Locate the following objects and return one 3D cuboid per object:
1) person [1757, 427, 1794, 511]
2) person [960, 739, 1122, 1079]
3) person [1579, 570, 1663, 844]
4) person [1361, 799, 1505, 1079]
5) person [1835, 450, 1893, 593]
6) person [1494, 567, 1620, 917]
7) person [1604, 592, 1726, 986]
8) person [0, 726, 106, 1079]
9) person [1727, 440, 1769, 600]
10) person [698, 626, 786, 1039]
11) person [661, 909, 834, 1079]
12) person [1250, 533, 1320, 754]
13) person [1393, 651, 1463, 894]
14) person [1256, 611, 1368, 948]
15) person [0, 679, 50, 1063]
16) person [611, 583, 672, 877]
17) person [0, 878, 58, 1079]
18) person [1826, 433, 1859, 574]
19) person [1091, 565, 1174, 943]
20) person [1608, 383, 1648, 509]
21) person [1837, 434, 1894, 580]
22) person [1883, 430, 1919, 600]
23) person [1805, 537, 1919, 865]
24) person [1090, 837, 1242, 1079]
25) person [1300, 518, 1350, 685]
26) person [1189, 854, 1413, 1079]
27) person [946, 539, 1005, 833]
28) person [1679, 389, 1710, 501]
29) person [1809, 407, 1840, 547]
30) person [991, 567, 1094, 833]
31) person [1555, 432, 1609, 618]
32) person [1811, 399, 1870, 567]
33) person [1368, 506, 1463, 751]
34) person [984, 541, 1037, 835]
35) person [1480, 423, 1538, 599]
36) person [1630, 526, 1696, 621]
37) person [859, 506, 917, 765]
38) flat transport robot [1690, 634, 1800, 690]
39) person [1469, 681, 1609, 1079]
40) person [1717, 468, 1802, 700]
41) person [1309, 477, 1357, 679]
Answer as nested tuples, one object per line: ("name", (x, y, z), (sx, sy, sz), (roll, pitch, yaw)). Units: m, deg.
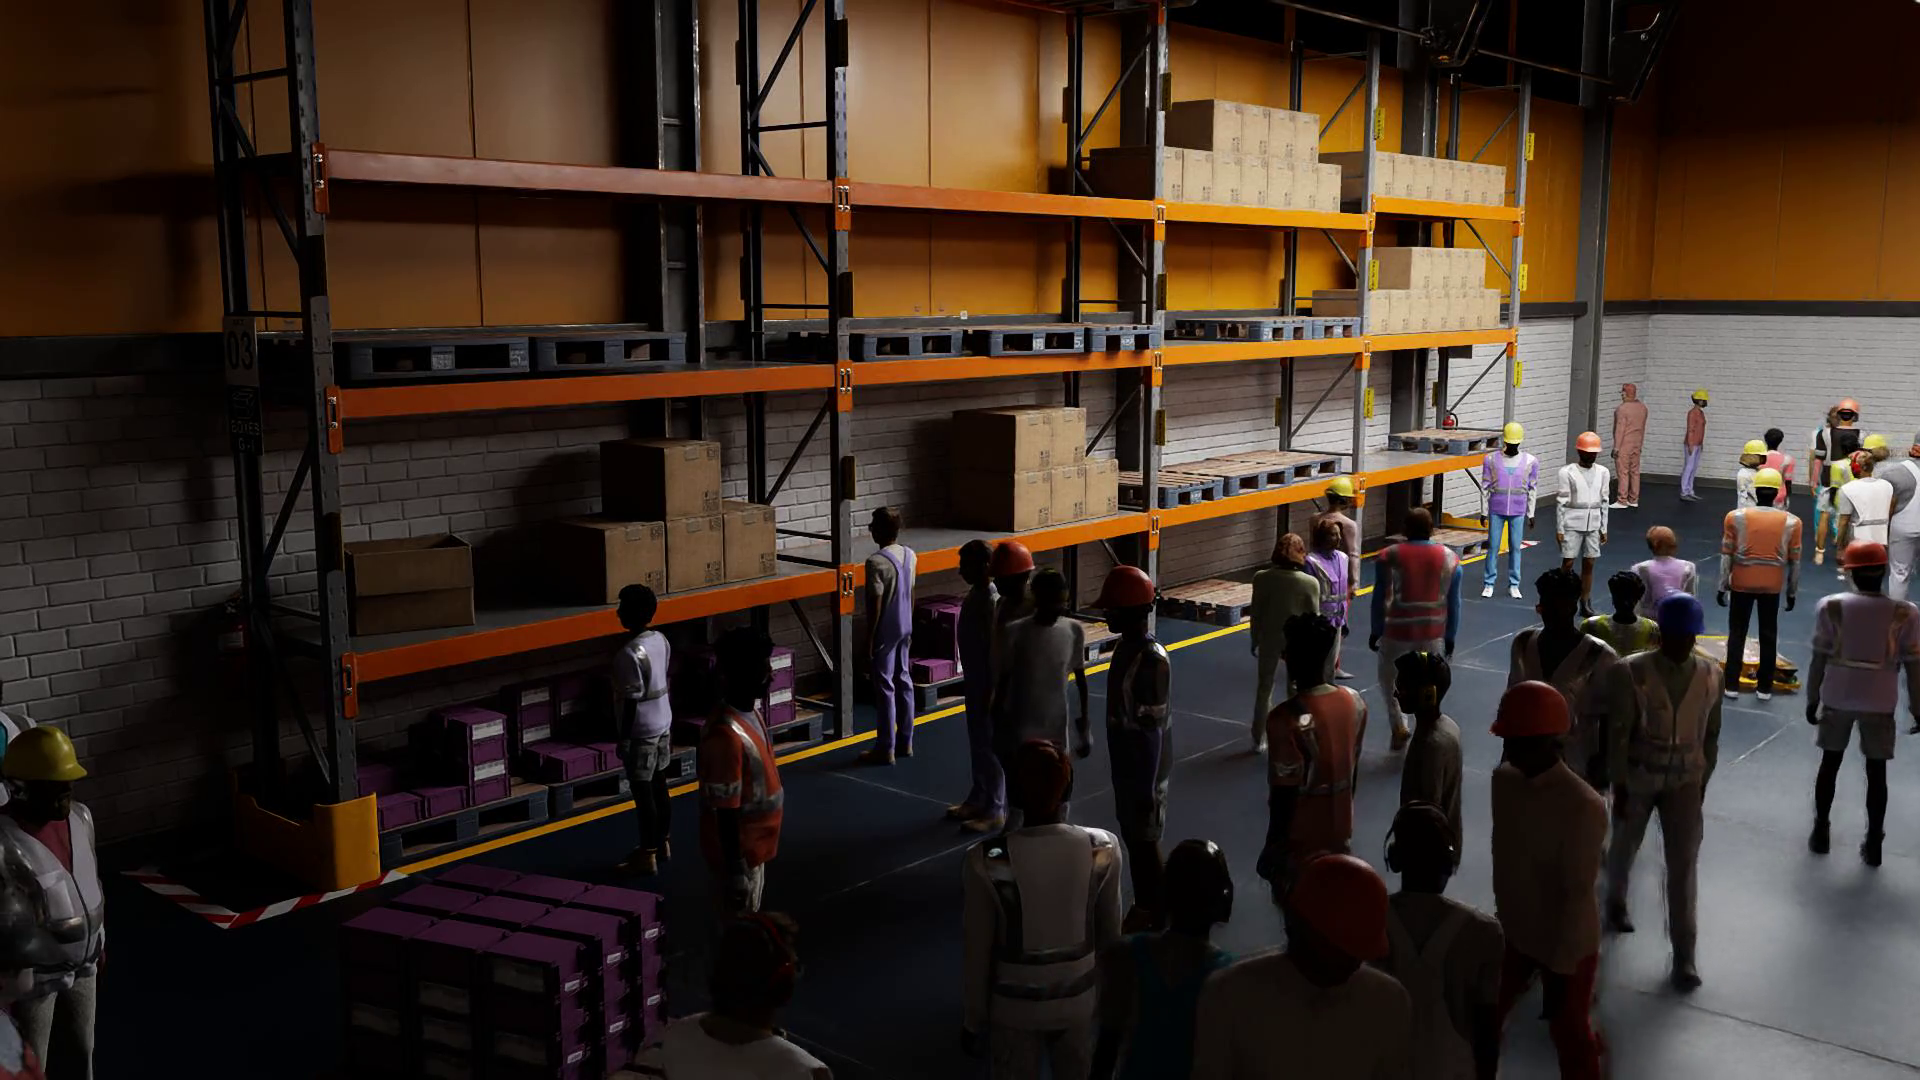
("person", (9.794, -0.526, 20.144), (0.540, 1.675, 0.659), (3, 9, 17))
("person", (0.277, 1.605, 5.727), (0.576, 1.884, 0.354), (-3, 9, -17))
("person", (4.006, 1.017, 10.119), (0.540, 1.697, 0.317), (3, 9, 21))
("person", (1.410, 1.713, 5.185), (0.503, 1.839, 0.341), (2, 9, 14))
("person", (8.608, 0.064, 15.870), (0.561, 1.828, 0.419), (-2, 9, -13))
("person", (3.103, 1.107, 8.672), (0.364, 1.964, 0.612), (-8, 12, -41))
("person", (3.544, 1.184, 8.432), (0.598, 1.902, 1.021), (1, 9, 6))
("person", (-3.360, 1.576, 6.127), (0.403, 1.824, 0.590), (2, 9, 13))
("person", (8.493, -0.209, 17.881), (0.300, 1.743, 0.493), (8, 12, 42))
("person", (-0.943, 1.331, 7.227), (0.361, 1.964, 0.616), (0, 9, -1))
("person", (-0.535, 1.865, 4.378), (0.572, 1.795, 0.971), (9, 12, 44))
("person", (2.341, 0.760, 12.022), (0.511, 1.620, 0.284), (4, 10, 26))
("person", (2.002, 1.390, 7.209), (0.333, 1.860, 0.510), (3, 9, 19))
("person", (1.566, 1.292, 7.481), (0.609, 1.964, 0.367), (-7, 11, -40))
("person", (-4.149, 1.421, 7.109), (0.429, 1.831, 0.635), (4, 10, 25))
("person", (-1.846, 1.092, 9.639), (0.317, 1.696, 0.538), (2, 9, 11))
("person", (-2.581, 1.758, 4.241), (1.025, 2.000, 0.747), (-4, 10, -23))
("person", (10.396, -0.400, 19.368), (0.548, 1.670, 0.434), (-1, 9, -6))
("person", (0.853, 1.132, 8.328), (0.416, 2.034, 0.603), (-1, 9, -9))
("person", (10.070, -1.416, 25.149), (0.652, 1.904, 0.403), (-5, 10, -32))
("person", (10.573, -0.378, 19.124), (0.828, 1.706, 0.491), (-3, 9, -16))
("person", (9.317, -0.094, 16.181), (0.686, 2.000, 0.535), (4, 10, 22))
("person", (5.374, 0.944, 9.863), (0.632, 1.923, 0.430), (5, 10, 31))
("person", (0.603, 1.778, 4.824), (0.563, 1.824, 0.521), (4, 10, 24))
("person", (2.783, 0.642, 12.713), (0.514, 1.645, 0.308), (-8, 12, -40))
("person", (0.885, 1.760, 4.470), (0.642, 1.964, 0.525), (-1, 9, -6))
("person", (0.124, 0.901, 10.401), (0.345, 1.844, 0.507), (-3, 9, -17))
("person", (11.545, -1.488, 26.086), (0.340, 1.760, 0.526), (8, 12, 40))
("person", (11.288, -0.809, 21.563), (0.517, 1.799, 0.948), (3, 9, 19))
("person", (0.466, 1.056, 9.403), (0.600, 1.845, 0.414), (-2, 9, -16))
("person", (6.307, -0.138, 16.842), (0.546, 1.929, 0.388), (-1, 9, -7))
("person", (10.620, -0.689, 20.065), (0.619, 2.029, 0.410), (5, 10, 27))
("person", (3.277, 0.660, 11.987), (0.644, 1.825, 0.470), (0, 9, 2))
("person", (0.313, 0.955, 9.789), (0.377, 1.929, 0.550), (-4, 10, -22))
("person", (5.937, -0.317, 18.017), (0.585, 1.918, 0.381), (2, 9, 14))
("person", (5.298, 0.685, 12.601), (0.522, 1.592, 0.841), (1, 9, 8))
("person", (-0.515, 0.676, 11.847), (0.341, 1.846, 0.510), (6, 11, 34))
("flat transport robot", (6.760, 1.045, 14.523), (0.652, 0.197, 1.431), (1, 9, 9))
("person", (2.069, 1.493, 6.174), (0.899, 1.954, 0.634), (-4, 10, -24))
("person", (6.531, 0.368, 13.622), (0.590, 1.919, 0.383), (2, 9, 15))
("person", (3.230, 0.329, 14.385), (0.353, 1.753, 0.530), (-7, 11, -38))
